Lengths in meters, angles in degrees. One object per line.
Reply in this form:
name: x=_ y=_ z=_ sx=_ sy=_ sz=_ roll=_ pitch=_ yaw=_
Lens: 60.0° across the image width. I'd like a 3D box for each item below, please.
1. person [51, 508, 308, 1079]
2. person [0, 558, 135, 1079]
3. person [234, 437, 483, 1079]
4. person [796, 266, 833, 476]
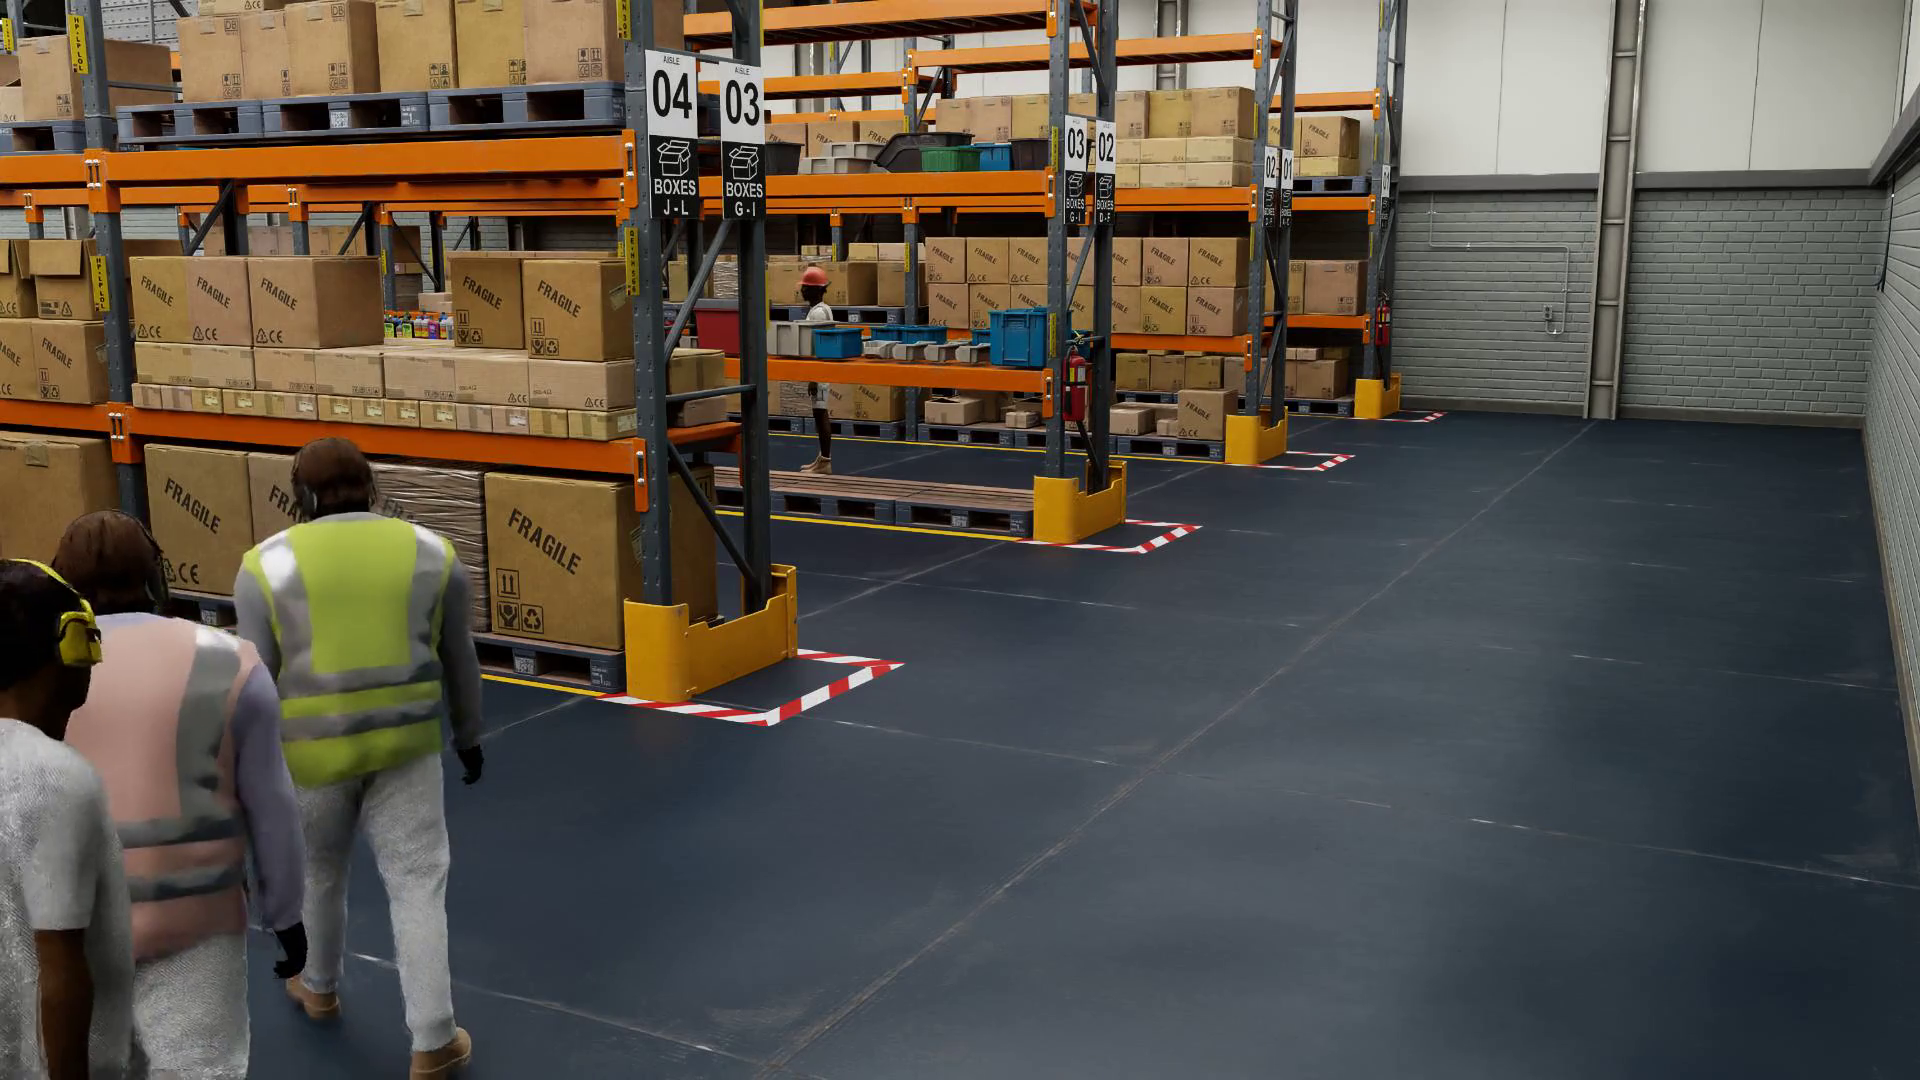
person: x=-1.738 y=0.839 z=3.526 sx=0.647 sy=1.783 sz=0.999 roll=-3 pitch=11 yaw=-16
person: x=-1.478 y=0.939 z=2.839 sx=0.602 sy=1.813 sz=0.793 roll=6 pitch=12 yaw=29
person: x=-1.733 y=0.596 z=4.787 sx=0.684 sy=1.783 sz=0.930 roll=-6 pitch=12 yaw=-28
person: x=-1.408 y=-1.633 z=16.234 sx=0.369 sy=2.048 sz=0.607 roll=0 pitch=10 yaw=-2
